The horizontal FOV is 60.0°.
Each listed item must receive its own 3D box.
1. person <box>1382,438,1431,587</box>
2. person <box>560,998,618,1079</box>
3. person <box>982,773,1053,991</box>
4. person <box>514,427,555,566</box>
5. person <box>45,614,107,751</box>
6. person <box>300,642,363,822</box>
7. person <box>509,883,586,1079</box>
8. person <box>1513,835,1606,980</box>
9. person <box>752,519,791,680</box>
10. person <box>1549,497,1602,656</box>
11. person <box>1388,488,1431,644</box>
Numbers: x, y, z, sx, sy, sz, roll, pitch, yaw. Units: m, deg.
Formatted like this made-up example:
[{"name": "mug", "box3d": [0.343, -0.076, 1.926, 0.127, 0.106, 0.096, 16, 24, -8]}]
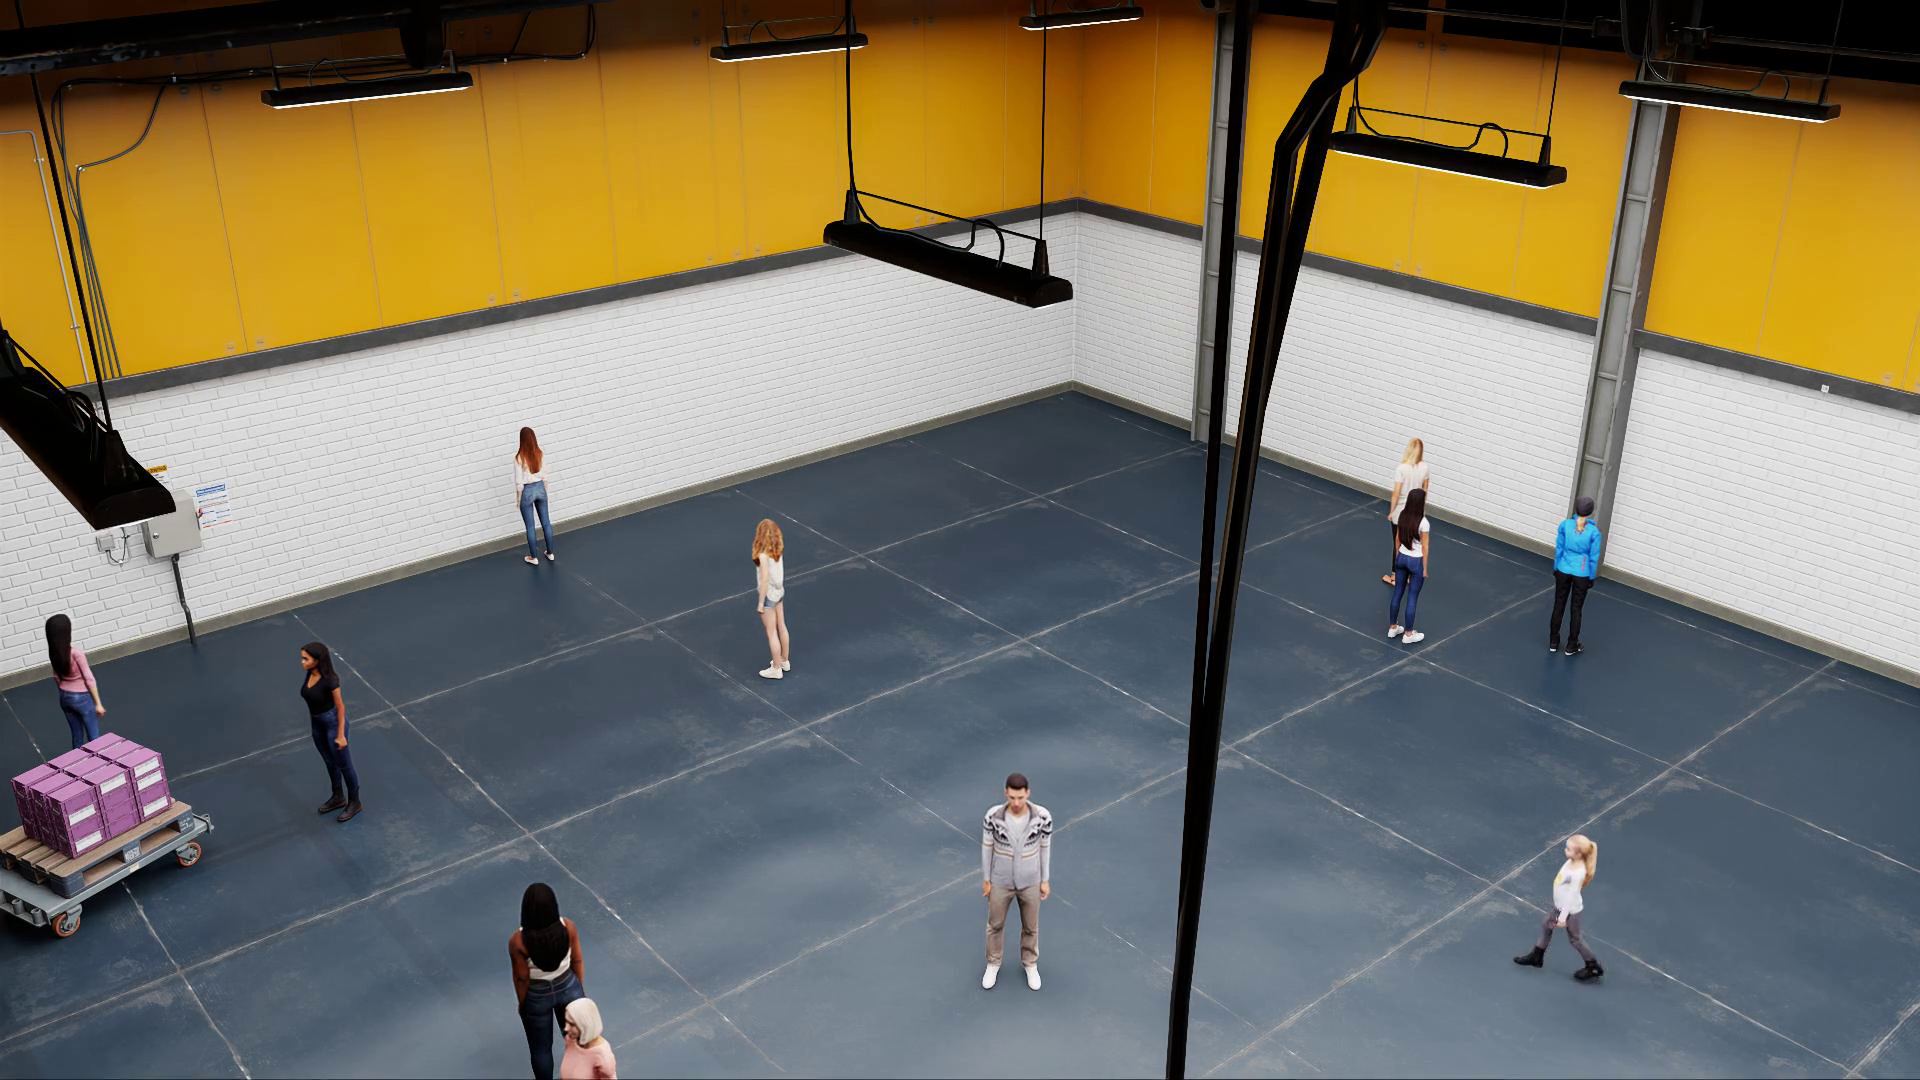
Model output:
[{"name": "person", "box3d": [5.231, -0.328, 19.389, 0.675, 1.827, 0.680, -5, 24, -11]}, {"name": "person", "box3d": [-2.314, 3.598, 10.535, 0.513, 1.724, 0.695, 19, 30, 36]}, {"name": "person", "box3d": [0.428, 2.573, 12.712, 0.757, 1.860, 0.801, 1, 24, 1]}, {"name": "person", "box3d": [-5.138, -0.546, 20.011, 0.577, 1.729, 0.486, -18, 29, -35]}, {"name": "person", "box3d": [-8.164, 1.472, 15.376, 0.605, 1.742, 0.711, 8, 25, 18]}, {"name": "person", "box3d": [-5.639, 1.688, 14.887, 0.556, 1.739, 0.694, 15, 28, 30]}, {"name": "person", "box3d": [-2.816, 3.141, 11.475, 0.700, 1.809, 0.687, -10, 26, -23]}, {"name": "person", "box3d": [4.764, 2.850, 12.830, 0.949, 1.258, 0.822, 6, 24, 13]}, {"name": "person", "box3d": [-1.951, 0.607, 17.335, 0.655, 1.759, 0.660, 10, 26, 22]}, {"name": "person", "box3d": [6.572, 0.374, 17.822, 0.505, 1.795, 0.704, 19, 30, 37]}, {"name": "person", "box3d": [4.893, 0.268, 18.089, 0.661, 1.775, 0.476, -15, 28, -31]}]
